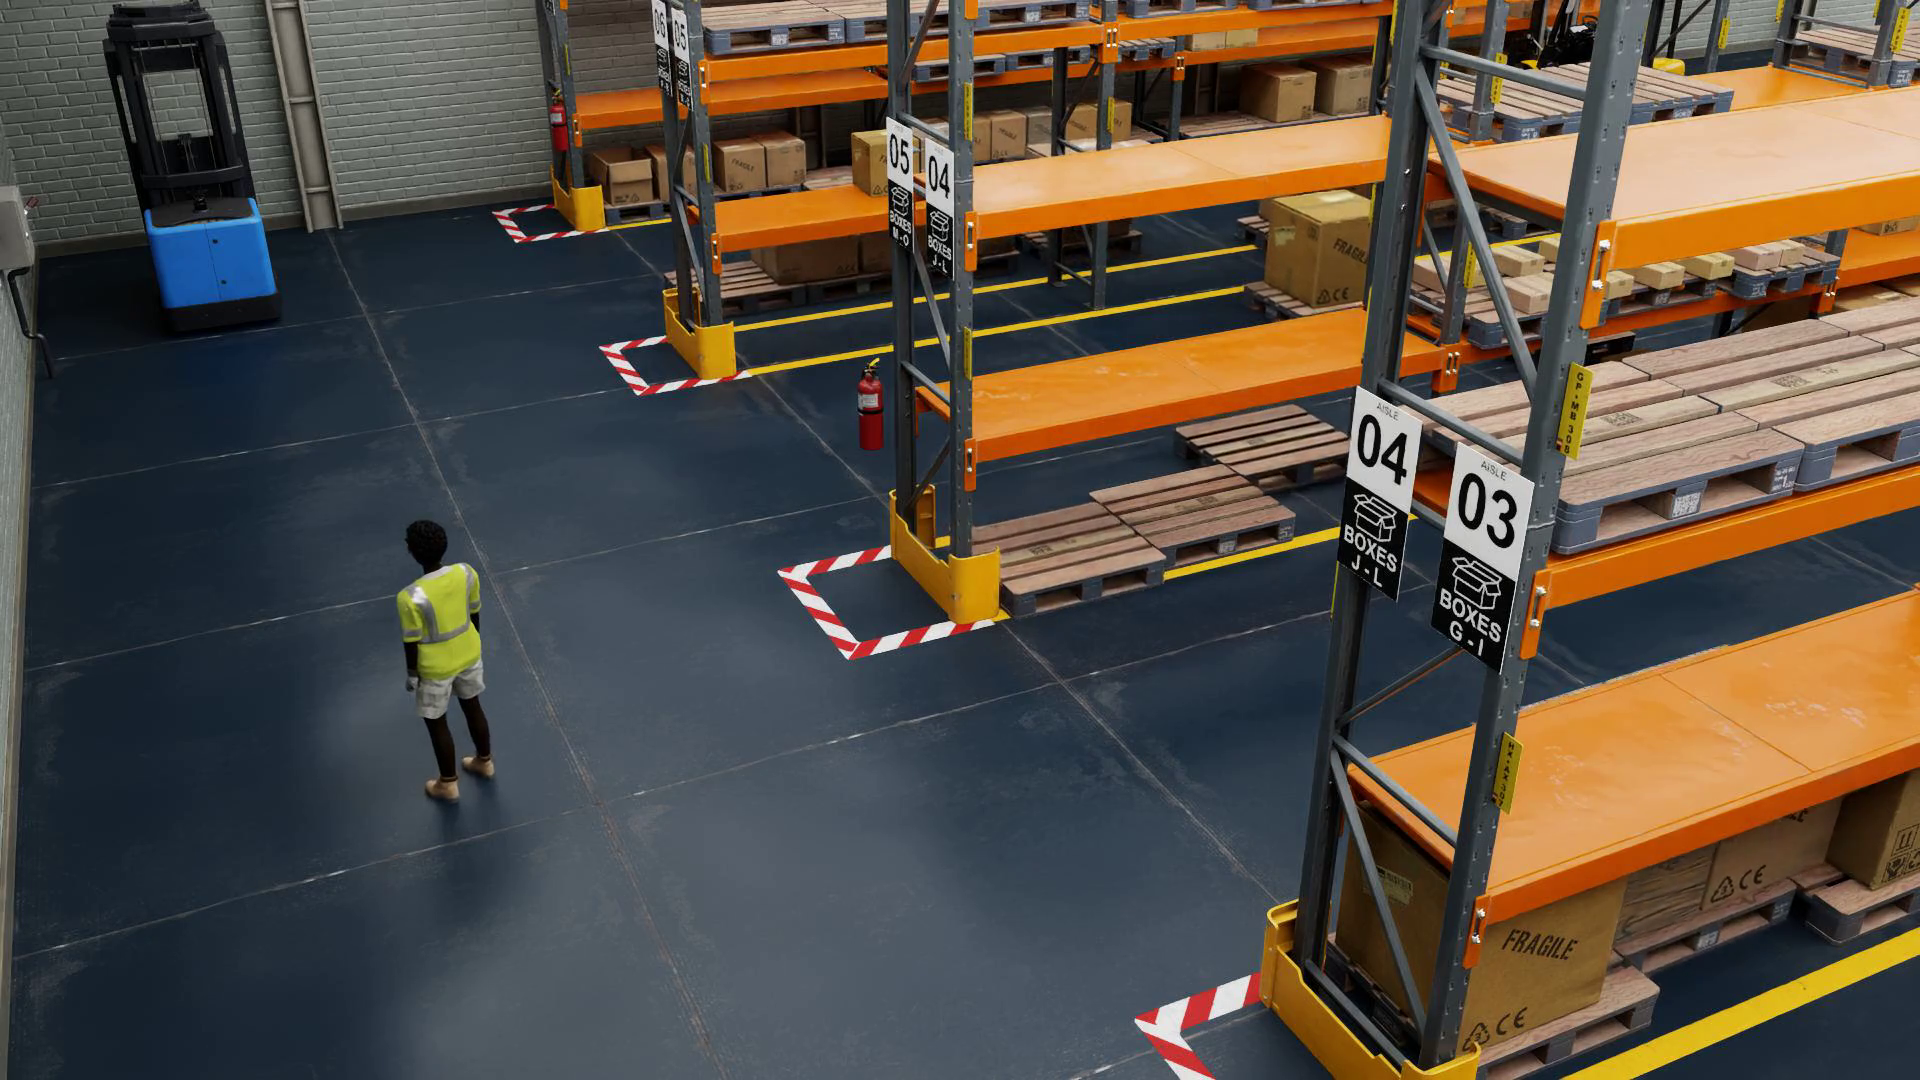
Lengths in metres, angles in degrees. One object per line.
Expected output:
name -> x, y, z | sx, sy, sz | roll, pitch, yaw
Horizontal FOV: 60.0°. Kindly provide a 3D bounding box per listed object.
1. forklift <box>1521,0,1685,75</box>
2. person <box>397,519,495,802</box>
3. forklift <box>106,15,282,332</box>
forklift -> 8.950, -6.807, 23.056 | 1.214, 2.155, 2.313 | -12, 30, -22
person -> -2.861, 0.666, 9.288 | 0.319, 1.685, 0.537 | 17, 32, 29
forklift -> -7.548, -3.672, 16.323 | 1.129, 2.768, 1.873 | -12, 30, -22
